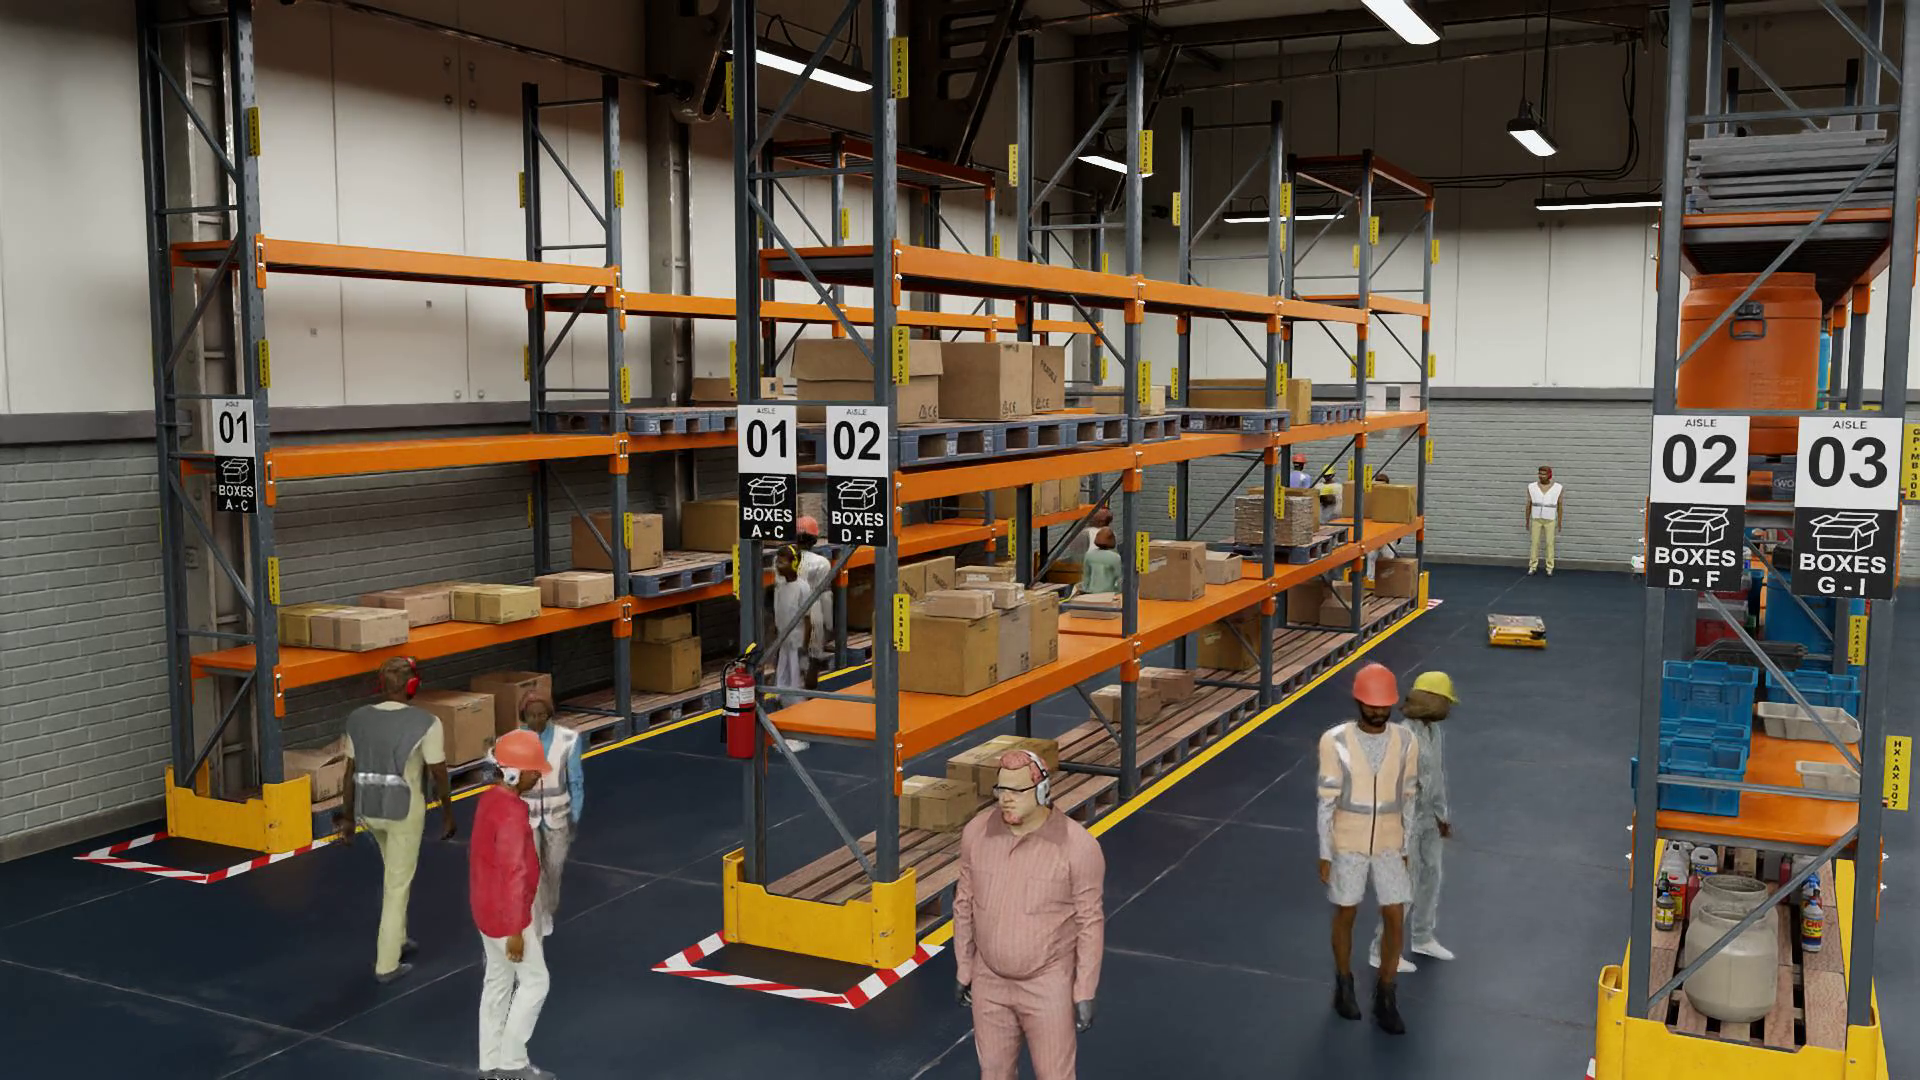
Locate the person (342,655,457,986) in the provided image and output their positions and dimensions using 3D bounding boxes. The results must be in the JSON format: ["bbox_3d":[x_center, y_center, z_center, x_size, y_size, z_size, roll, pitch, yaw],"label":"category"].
[{"bbox_3d":[-3.153,1.554,9.432,0.576,1.812,0.711,2,6,17],"label":"person"}]

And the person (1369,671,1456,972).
[{"bbox_3d":[2.622,1.603,9.498,0.356,1.701,0.531,5,8,41],"label":"person"}]

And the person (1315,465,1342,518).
[{"bbox_3d":[6.420,-0.433,29.019,0.530,1.767,0.328,3,7,27],"label":"person"}]

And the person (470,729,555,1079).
[{"bbox_3d":[-2.127,1.752,7.912,0.382,1.734,0.621,-3,7,-27],"label":"person"}]

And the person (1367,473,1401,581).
[{"bbox_3d":[6.428,-0.097,25.385,0.630,1.842,0.429,3,7,27],"label":"person"}]

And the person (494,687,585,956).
[{"bbox_3d":[-2.475,1.628,9.779,0.511,1.603,0.804,-2,6,-20],"label":"person"}]

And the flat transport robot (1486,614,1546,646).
[{"bbox_3d":[7.029,1.127,21.048,0.652,0.197,1.431,2,6,16],"label":"flat transport robot"}]

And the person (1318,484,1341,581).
[{"bbox_3d":[5.539,0.009,25.022,0.817,1.710,0.487,-4,7,-37],"label":"person"}]

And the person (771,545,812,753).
[{"bbox_3d":[-1.498,0.971,14.875,0.314,1.869,0.548,-4,7,-36],"label":"person"}]

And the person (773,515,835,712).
[{"bbox_3d":[-1.523,0.776,16.009,0.612,2.025,0.594,3,6,25],"label":"person"}]

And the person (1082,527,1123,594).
[{"bbox_3d":[1.669,0.659,19.145,0.515,1.618,0.535,5,8,41],"label":"person"}]

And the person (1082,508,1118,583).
[{"bbox_3d":[1.807,0.403,21.500,0.558,1.627,0.356,6,8,44],"label":"person"}]

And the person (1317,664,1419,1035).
[{"bbox_3d":[2.121,1.594,8.625,0.564,1.914,0.684,0,6,-1],"label":"person"}]

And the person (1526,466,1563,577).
[{"bbox_3d":[9.655,-0.313,27.485,0.567,1.840,0.375,3,7,27],"label":"person"}]

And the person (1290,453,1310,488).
[{"bbox_3d":[6.046,-0.596,29.797,0.552,1.932,0.377,5,8,39],"label":"person"}]

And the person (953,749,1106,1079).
[{"bbox_3d":[0.254,1.787,6.758,0.648,1.907,0.401,3,7,27],"label":"person"}]
